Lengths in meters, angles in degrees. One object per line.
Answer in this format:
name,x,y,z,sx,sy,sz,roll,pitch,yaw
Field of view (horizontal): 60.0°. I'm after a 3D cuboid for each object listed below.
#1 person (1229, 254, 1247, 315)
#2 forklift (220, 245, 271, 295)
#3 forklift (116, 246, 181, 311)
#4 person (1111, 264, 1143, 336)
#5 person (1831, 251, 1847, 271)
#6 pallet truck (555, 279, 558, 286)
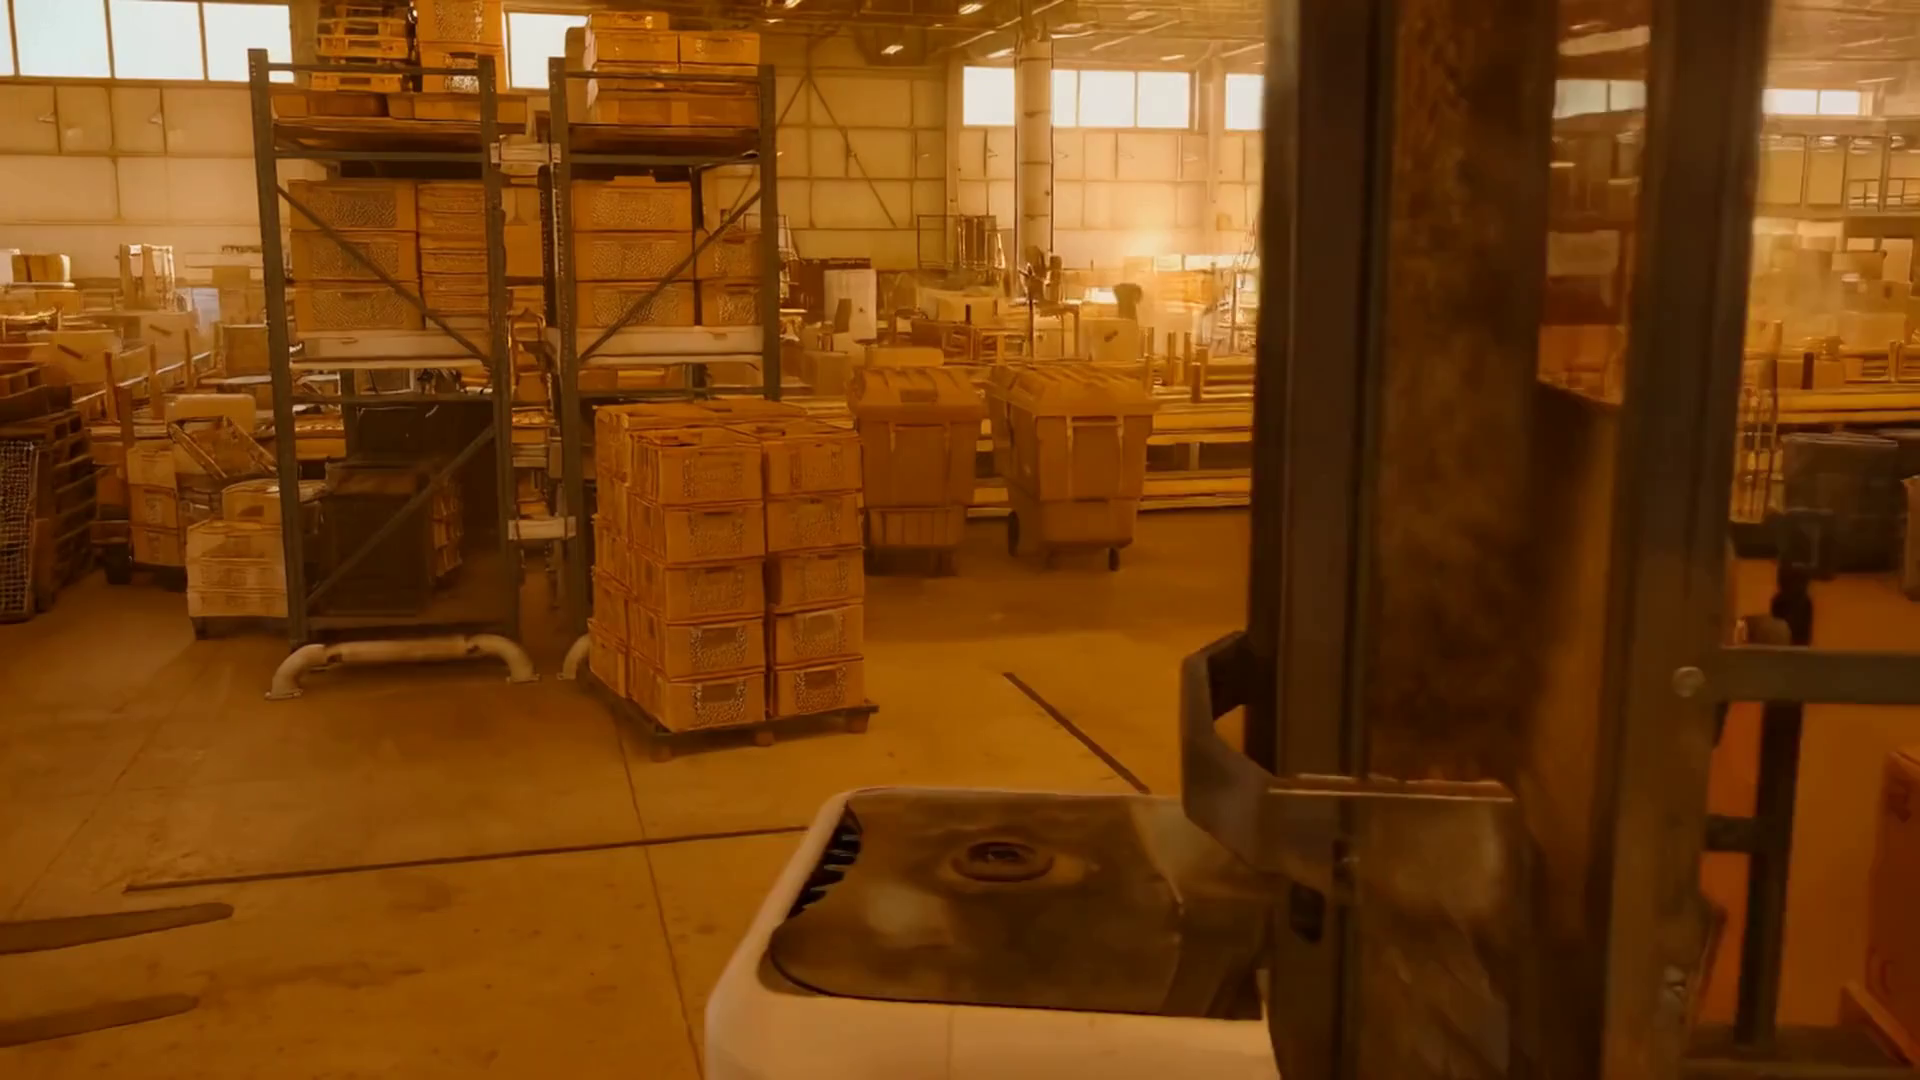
person,8.321,-7.579,49.685,0.586,1.883,0.340,-3,10,-15
forklift,-17.749,-6.334,41.440,1.157,1.987,2.680,-3,10,-17
forklift,-19.966,-6.232,40.894,1.157,1.987,2.680,-3,10,-15
person,2.564,-3.331,25.731,0.517,1.858,0.402,0,10,1
person,22.831,-6.536,43.339,0.616,2.039,0.387,-3,10,-15
pallet truck,-10.604,-6.375,44.520,0.653,1.274,1.630,-3,10,-15
